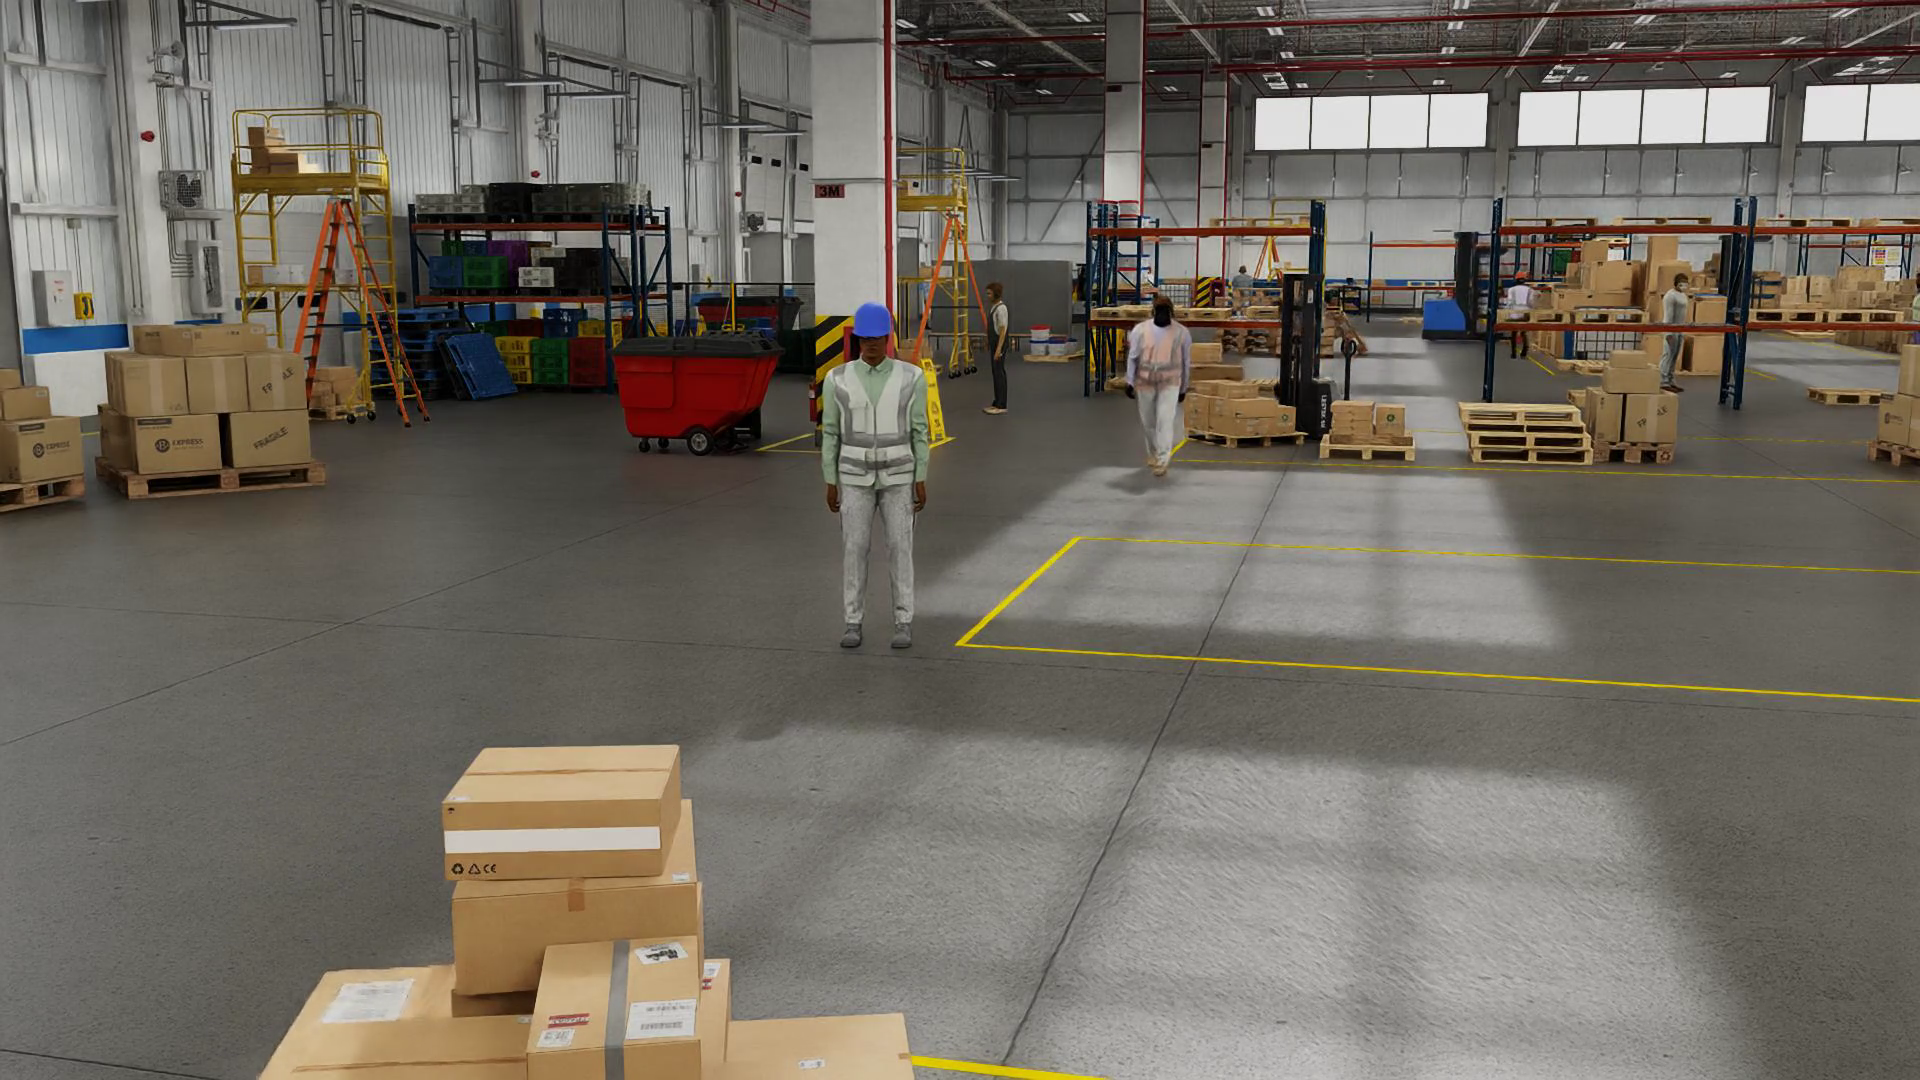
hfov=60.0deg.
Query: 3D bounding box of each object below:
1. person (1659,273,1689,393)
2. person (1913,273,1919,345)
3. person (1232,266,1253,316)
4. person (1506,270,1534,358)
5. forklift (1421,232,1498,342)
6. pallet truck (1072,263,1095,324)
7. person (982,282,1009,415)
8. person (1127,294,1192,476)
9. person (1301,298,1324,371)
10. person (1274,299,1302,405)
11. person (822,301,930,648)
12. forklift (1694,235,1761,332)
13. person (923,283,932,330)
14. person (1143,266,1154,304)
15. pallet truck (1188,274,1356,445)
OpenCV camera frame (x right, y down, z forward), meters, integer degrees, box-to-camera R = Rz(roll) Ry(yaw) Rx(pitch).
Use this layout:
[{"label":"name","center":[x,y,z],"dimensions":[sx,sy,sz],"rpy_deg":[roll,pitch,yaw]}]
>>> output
[{"label":"person","center":[11.540,-3.340,26.856],"dimensions":[0.371,1.933,0.627],"rpy_deg":[9,13,42]},{"label":"person","center":[18.177,-4.112,31.446],"dimensions":[0.391,1.920,0.589],"rpy_deg":[3,10,16]},{"label":"person","center":[8.723,-7.513,51.411],"dimensions":[0.629,1.940,0.379],"rpy_deg":[0,10,1]},{"label":"person","center":[12.044,-4.838,35.748],"dimensions":[0.557,1.920,0.674],"rpy_deg":[1,10,7]},{"label":"forklift","center":[12.943,-6.537,42.896],"dimensions":[1.873,2.768,1.129],"rpy_deg":[2,10,14]},{"label":"pallet truck","center":[4.325,-8.180,55.162],"dimensions":[0.823,1.965,1.885],"rpy_deg":[6,11,31]},{"label":"person","center":[0.507,-2.653,23.086],"dimensions":[0.346,1.841,0.506],"rpy_deg":[-1,10,-8]},{"label":"person","center":[2.029,-1.582,16.864],"dimensions":[0.615,1.817,0.839],"rpy_deg":[3,10,17]},{"label":"person","center":[6.798,-4.119,32.024],"dimensions":[0.485,1.737,0.320],"rpy_deg":[-3,10,-19]},{"label":"person","center":[4.059,-2.180,20.788],"dimensions":[0.679,1.658,0.589],"rpy_deg":[1,10,7]},{"label":"person","center":[-0.470,-0.350,9.251],"dimensions":[0.601,1.940,0.413],"rpy_deg":[0,10,-1]},{"label":"forklift","center":[22.425,-7.519,48.677],"dimensions":[1.873,2.768,1.129],"rpy_deg":[2,10,14]},{"label":"person","center":[-0.865,-7.331,50.378],"dimensions":[0.543,1.929,0.387],"rpy_deg":[-7,12,-37]},{"label":"person","center":[6.553,-8.581,57.858],"dimensions":[0.582,1.882,0.338],"rpy_deg":[-7,12,-37]},{"label":"pallet truck","center":[3.653,-2.138,19.590],"dimensions":[1.885,1.965,0.823],"rpy_deg":[-4,10,-20]}]
